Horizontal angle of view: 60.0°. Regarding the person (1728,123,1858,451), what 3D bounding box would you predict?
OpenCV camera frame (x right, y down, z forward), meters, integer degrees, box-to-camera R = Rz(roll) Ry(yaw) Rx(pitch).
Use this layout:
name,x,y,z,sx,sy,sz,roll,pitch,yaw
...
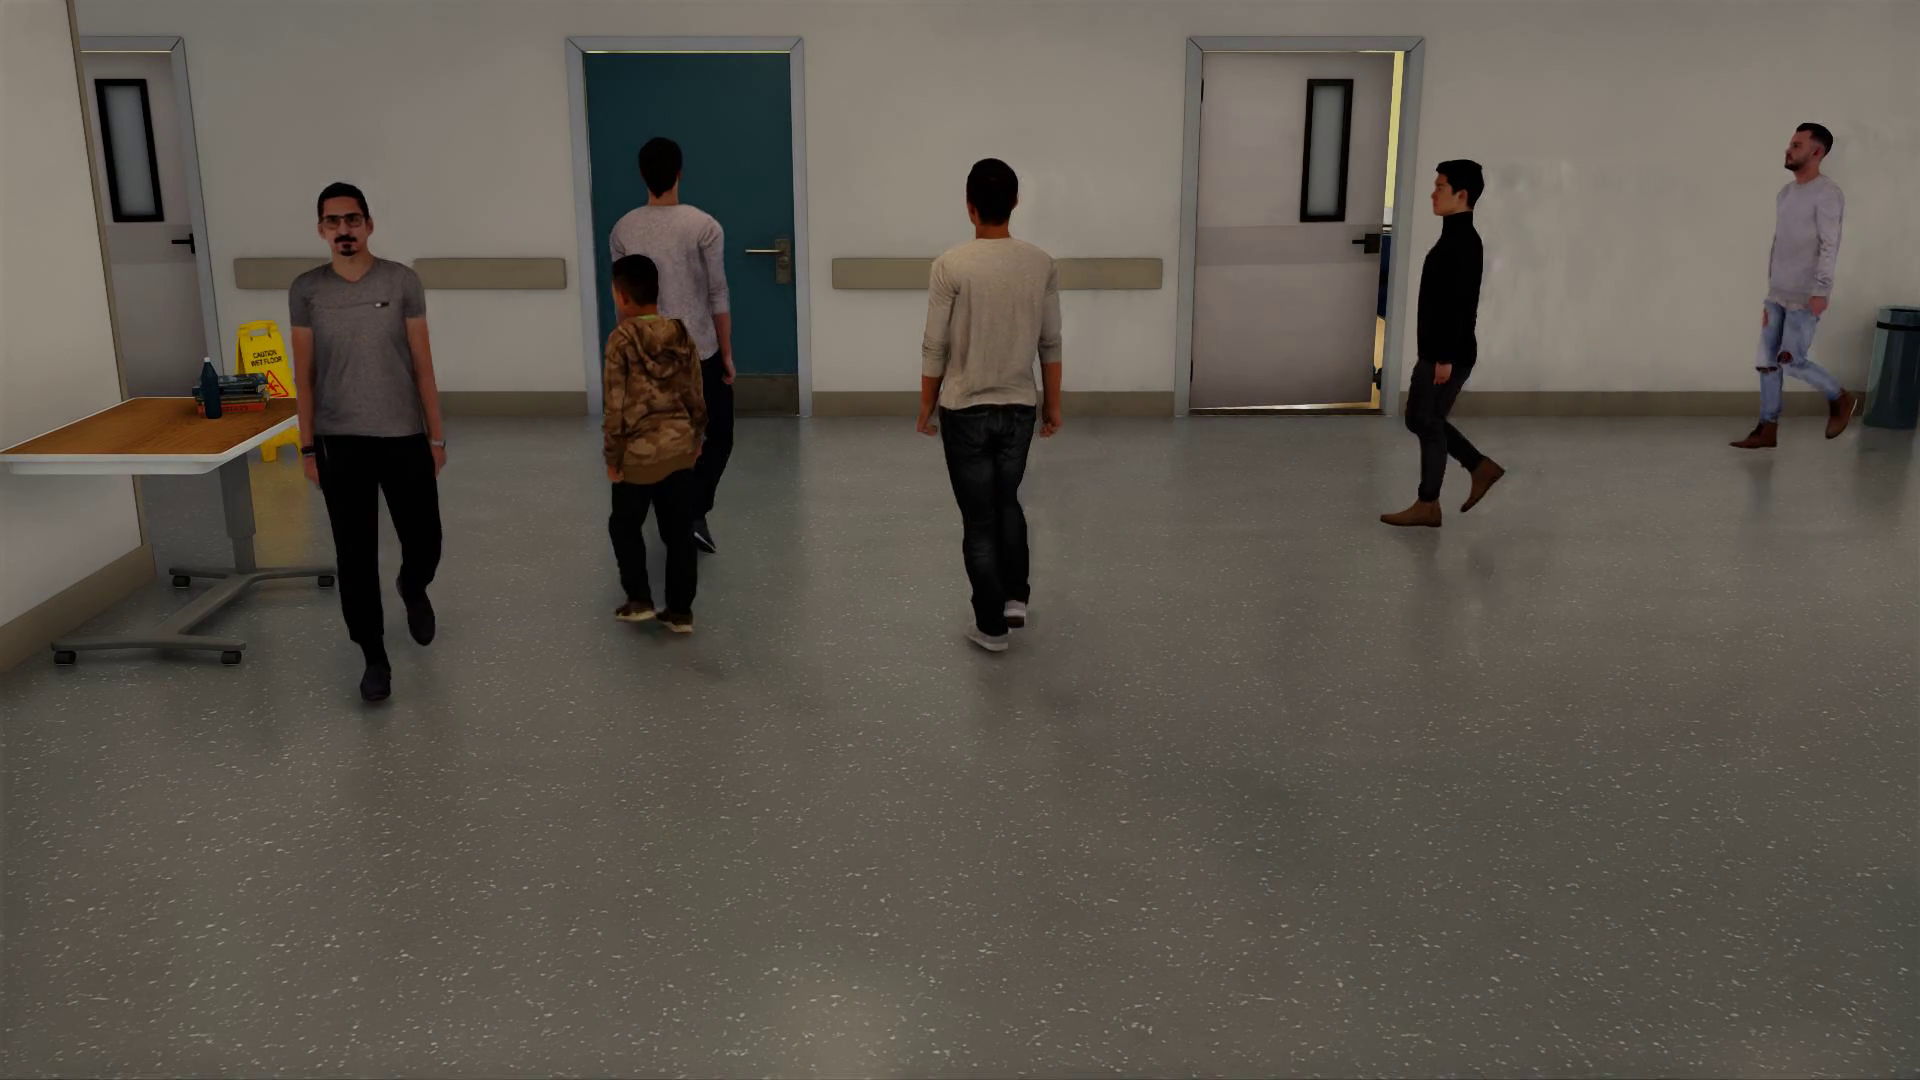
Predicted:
name,x,y,z,sx,sy,sz,roll,pitch,yaw
person,4.755,-1.383,9.303,0.992,1.819,0.780,-2,16,-9

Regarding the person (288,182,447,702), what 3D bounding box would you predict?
name,x,y,z,sx,sy,sz,roll,pitch,yaw
person,-2.047,-0.354,5.800,0.922,1.739,0.875,-6,17,-19

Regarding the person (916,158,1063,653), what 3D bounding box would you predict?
name,x,y,z,sx,sy,sz,roll,pitch,yaw
person,0.139,-0.447,6.016,0.691,1.802,0.809,-5,17,-19

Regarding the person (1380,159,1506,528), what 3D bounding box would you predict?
name,x,y,z,sx,sy,sz,roll,pitch,yaw
person,2.317,-0.886,7.741,0.843,1.710,0.714,2,16,8

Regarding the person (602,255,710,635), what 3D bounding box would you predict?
name,x,y,z,sx,sy,sz,roll,pitch,yaw
person,-1.123,-0.334,6.280,0.735,1.440,0.807,-11,19,-35

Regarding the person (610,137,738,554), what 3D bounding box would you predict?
name,x,y,z,sx,sy,sz,roll,pitch,yaw
person,-1.231,-0.778,7.133,0.713,1.833,0.786,2,16,7
